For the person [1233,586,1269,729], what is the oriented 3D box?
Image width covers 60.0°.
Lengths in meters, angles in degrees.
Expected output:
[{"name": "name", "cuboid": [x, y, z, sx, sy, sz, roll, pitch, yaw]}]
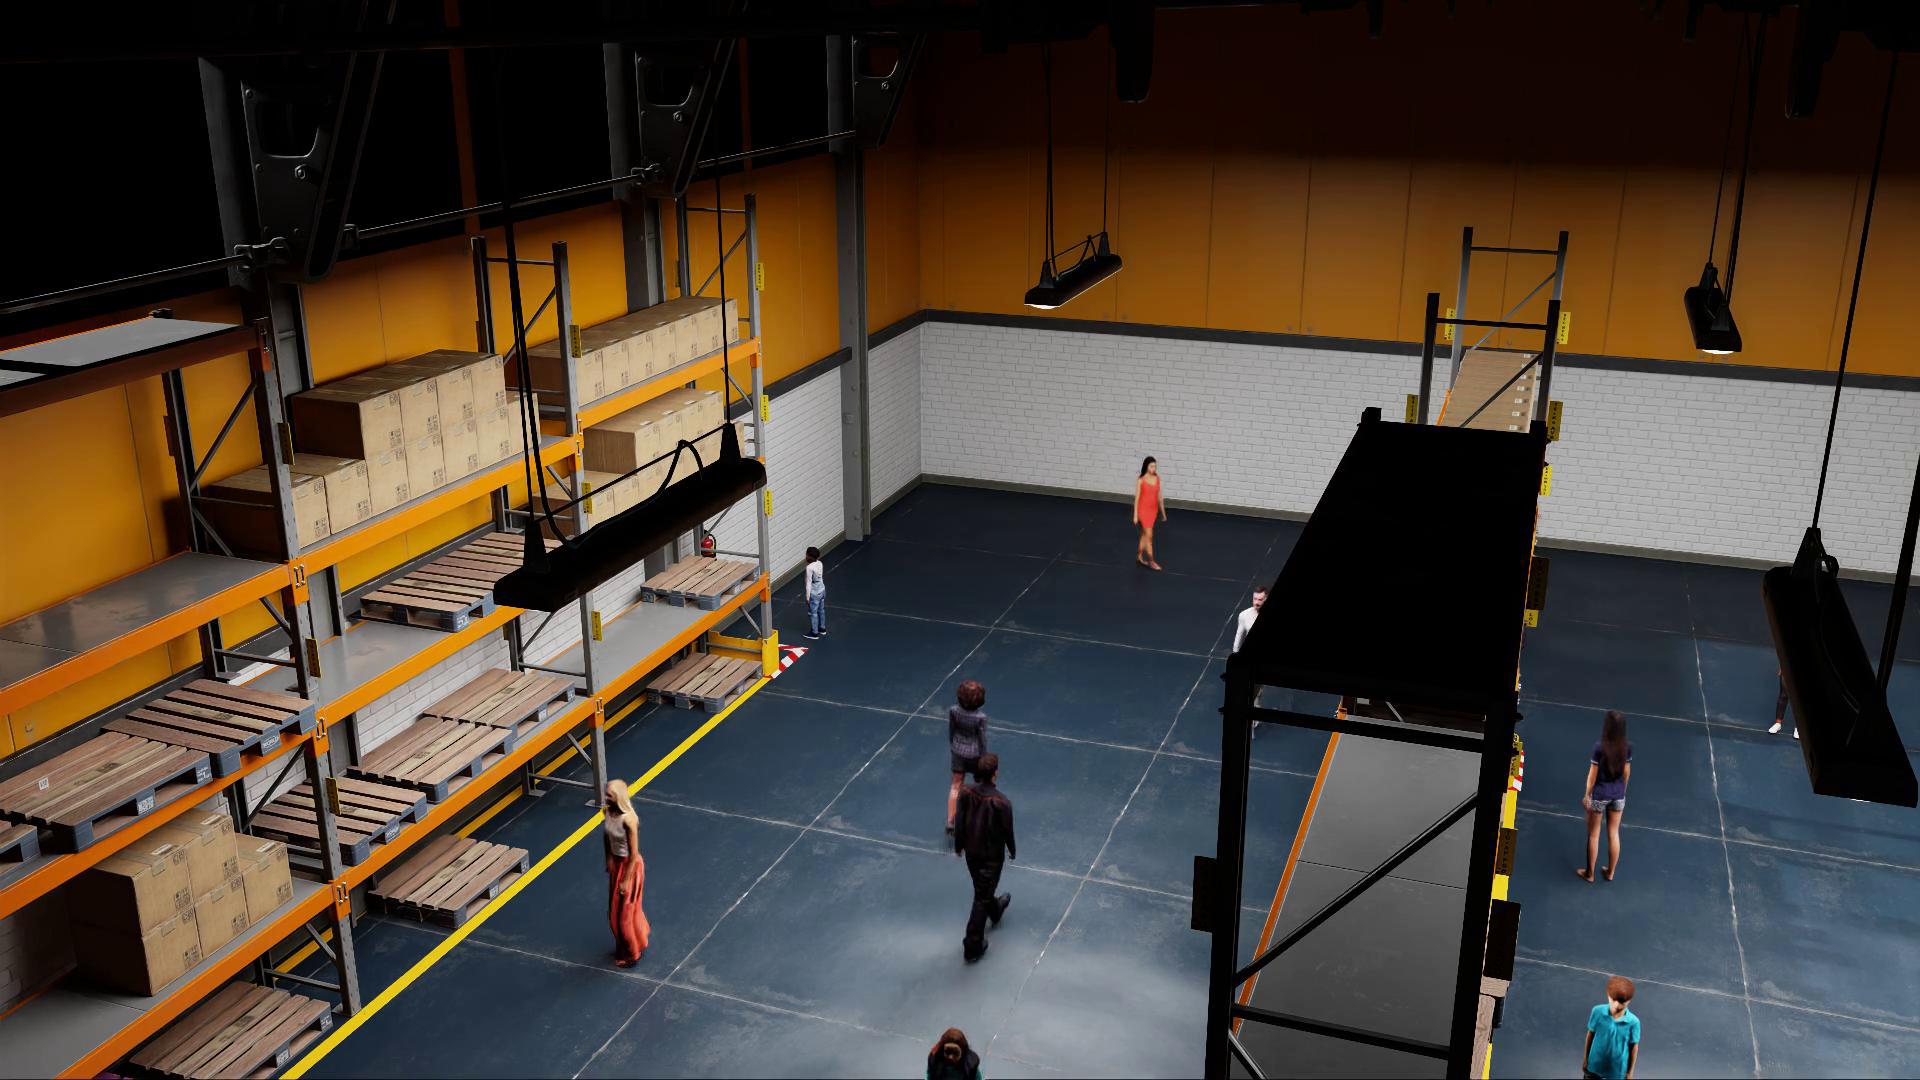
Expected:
[{"name": "person", "cuboid": [3.474, 1.369, 19.306, 0.839, 1.811, 1.097, 12, 22, 31]}]

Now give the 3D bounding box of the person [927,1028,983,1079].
[{"name": "person", "cuboid": [-0.037, 4.065, 11.812, 0.671, 1.485, 0.818, 2, 19, 6]}]

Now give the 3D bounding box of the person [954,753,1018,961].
[{"name": "person", "cuboid": [0.177, 2.848, 14.835, 0.911, 1.861, 1.243, 13, 22, 33]}]

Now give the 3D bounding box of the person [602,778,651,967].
[{"name": "person", "cuboid": [-2.930, 2.918, 14.740, 0.870, 1.789, 0.815, -14, 23, -35]}]

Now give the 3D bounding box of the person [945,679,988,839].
[{"name": "person", "cuboid": [0.035, 2.257, 16.905, 0.642, 1.661, 1.045, 7, 20, 21]}]

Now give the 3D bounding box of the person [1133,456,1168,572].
[{"name": "person", "cuboid": [2.751, -0.429, 24.820, 0.918, 1.699, 0.940, -13, 22, -33]}]

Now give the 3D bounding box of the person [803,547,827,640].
[{"name": "person", "cuboid": [-1.933, 0.687, 22.199, 0.556, 1.258, 0.449, 10, 21, 27]}]

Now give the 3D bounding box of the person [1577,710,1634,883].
[{"name": "person", "cuboid": [6.247, 2.479, 16.083, 0.660, 1.764, 0.658, -2, 19, -5]}]

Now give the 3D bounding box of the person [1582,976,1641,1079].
[{"name": "person", "cuboid": [4.833, 3.884, 12.404, 0.542, 1.450, 0.525, 10, 21, 28]}]
